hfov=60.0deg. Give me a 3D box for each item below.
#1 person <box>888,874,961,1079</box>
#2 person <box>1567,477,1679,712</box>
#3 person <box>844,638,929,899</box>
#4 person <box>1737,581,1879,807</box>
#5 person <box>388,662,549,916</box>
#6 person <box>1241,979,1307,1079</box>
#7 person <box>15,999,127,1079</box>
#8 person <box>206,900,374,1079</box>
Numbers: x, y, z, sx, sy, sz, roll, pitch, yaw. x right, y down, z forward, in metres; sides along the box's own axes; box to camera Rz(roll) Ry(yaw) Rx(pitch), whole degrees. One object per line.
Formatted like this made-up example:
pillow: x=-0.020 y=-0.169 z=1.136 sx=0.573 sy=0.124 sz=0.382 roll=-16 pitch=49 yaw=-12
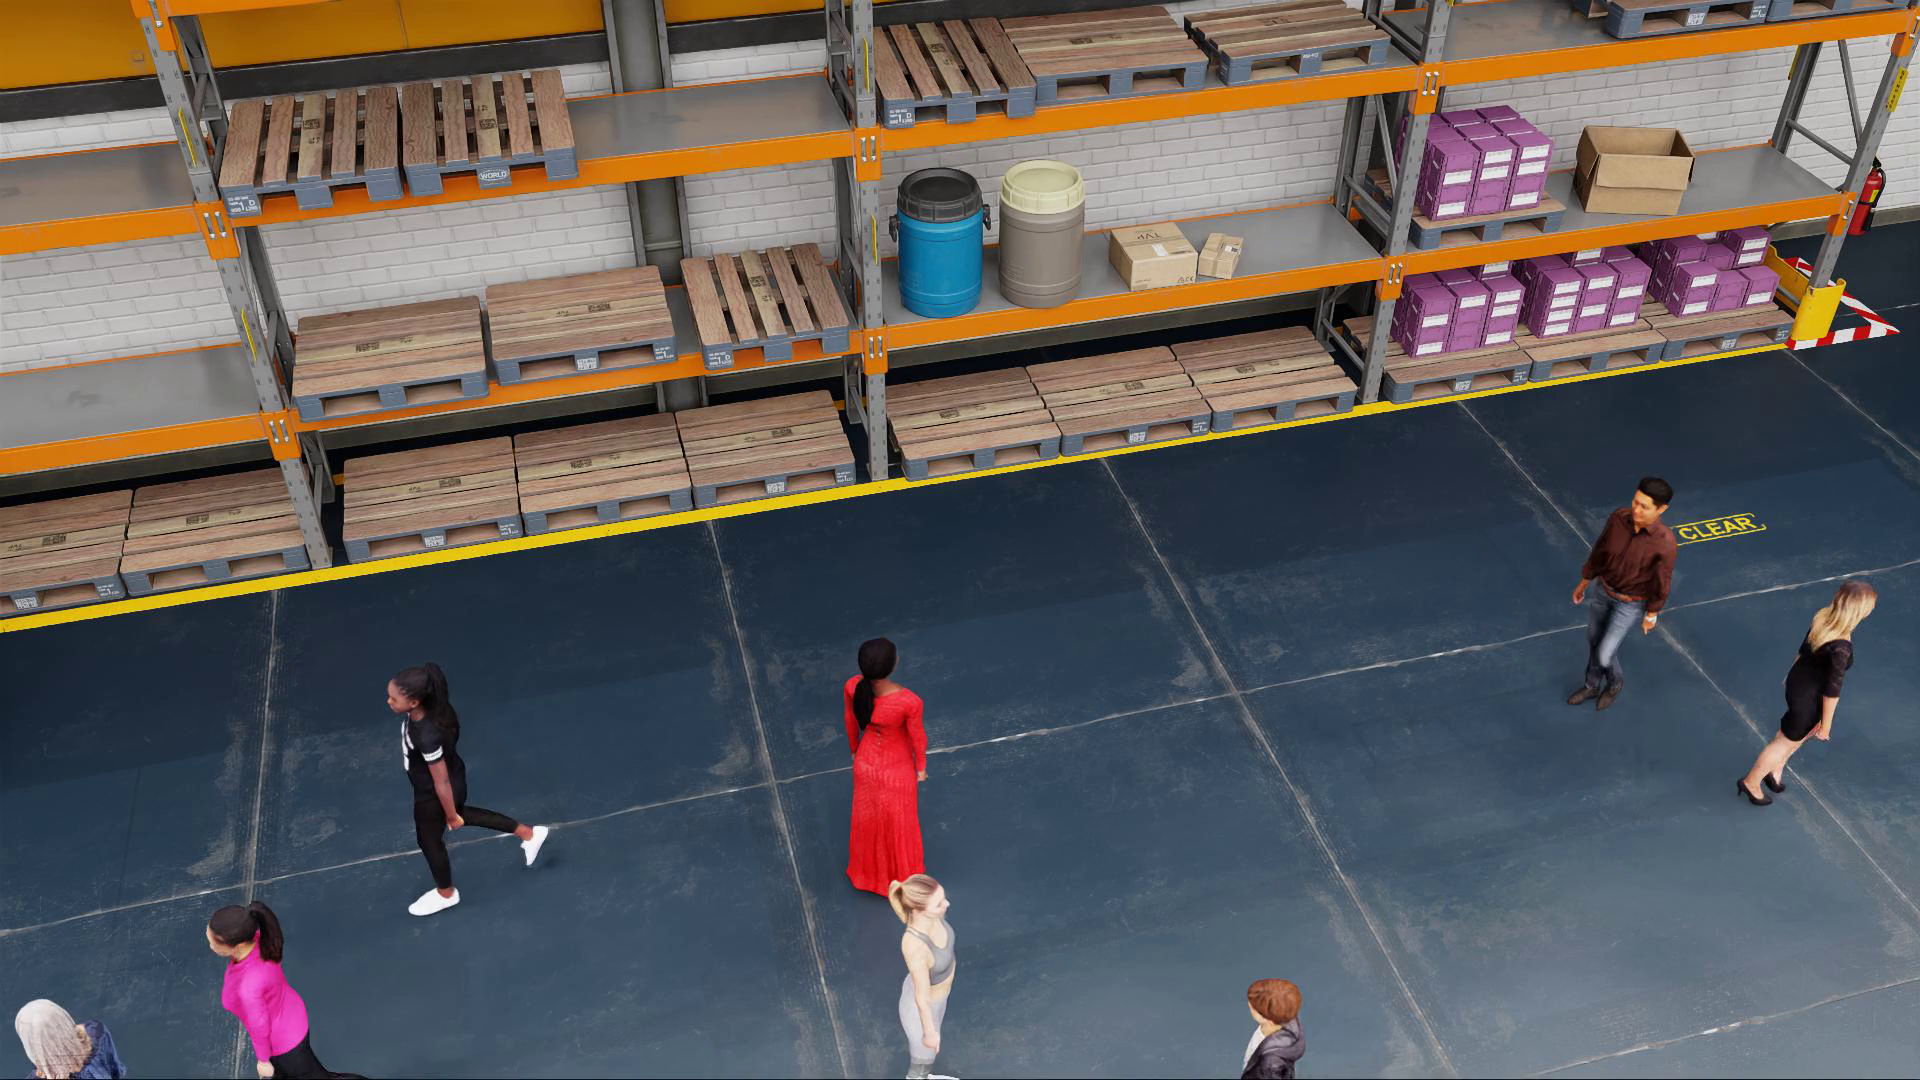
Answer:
person: x=-0.165 y=2.162 z=7.802 sx=0.655 sy=1.706 sz=0.637 roll=4 pitch=39 yaw=5
person: x=4.055 y=0.317 z=10.064 sx=0.718 sy=1.767 sz=0.728 roll=-19 pitch=43 yaw=-23
person: x=-0.411 y=1.231 z=8.915 sx=0.734 sy=1.784 sz=0.806 roll=15 pitch=41 yaw=18
person: x=4.711 y=0.884 z=9.440 sx=0.735 sy=1.660 sz=0.700 roll=8 pitch=39 yaw=10
person: x=-2.688 y=1.299 z=8.881 sx=1.052 sy=1.709 sz=0.651 roll=-13 pitch=40 yaw=-15
person: x=1.426 y=2.516 z=7.576 sx=0.700 sy=1.436 sz=0.653 roll=10 pitch=40 yaw=13
person: x=-3.701 y=2.606 z=7.268 sx=0.815 sy=1.690 sz=0.765 roll=11 pitch=40 yaw=14
person: x=-3.043 y=2.253 z=7.713 sx=1.031 sy=1.685 sz=0.590 roll=-11 pitch=40 yaw=-13
